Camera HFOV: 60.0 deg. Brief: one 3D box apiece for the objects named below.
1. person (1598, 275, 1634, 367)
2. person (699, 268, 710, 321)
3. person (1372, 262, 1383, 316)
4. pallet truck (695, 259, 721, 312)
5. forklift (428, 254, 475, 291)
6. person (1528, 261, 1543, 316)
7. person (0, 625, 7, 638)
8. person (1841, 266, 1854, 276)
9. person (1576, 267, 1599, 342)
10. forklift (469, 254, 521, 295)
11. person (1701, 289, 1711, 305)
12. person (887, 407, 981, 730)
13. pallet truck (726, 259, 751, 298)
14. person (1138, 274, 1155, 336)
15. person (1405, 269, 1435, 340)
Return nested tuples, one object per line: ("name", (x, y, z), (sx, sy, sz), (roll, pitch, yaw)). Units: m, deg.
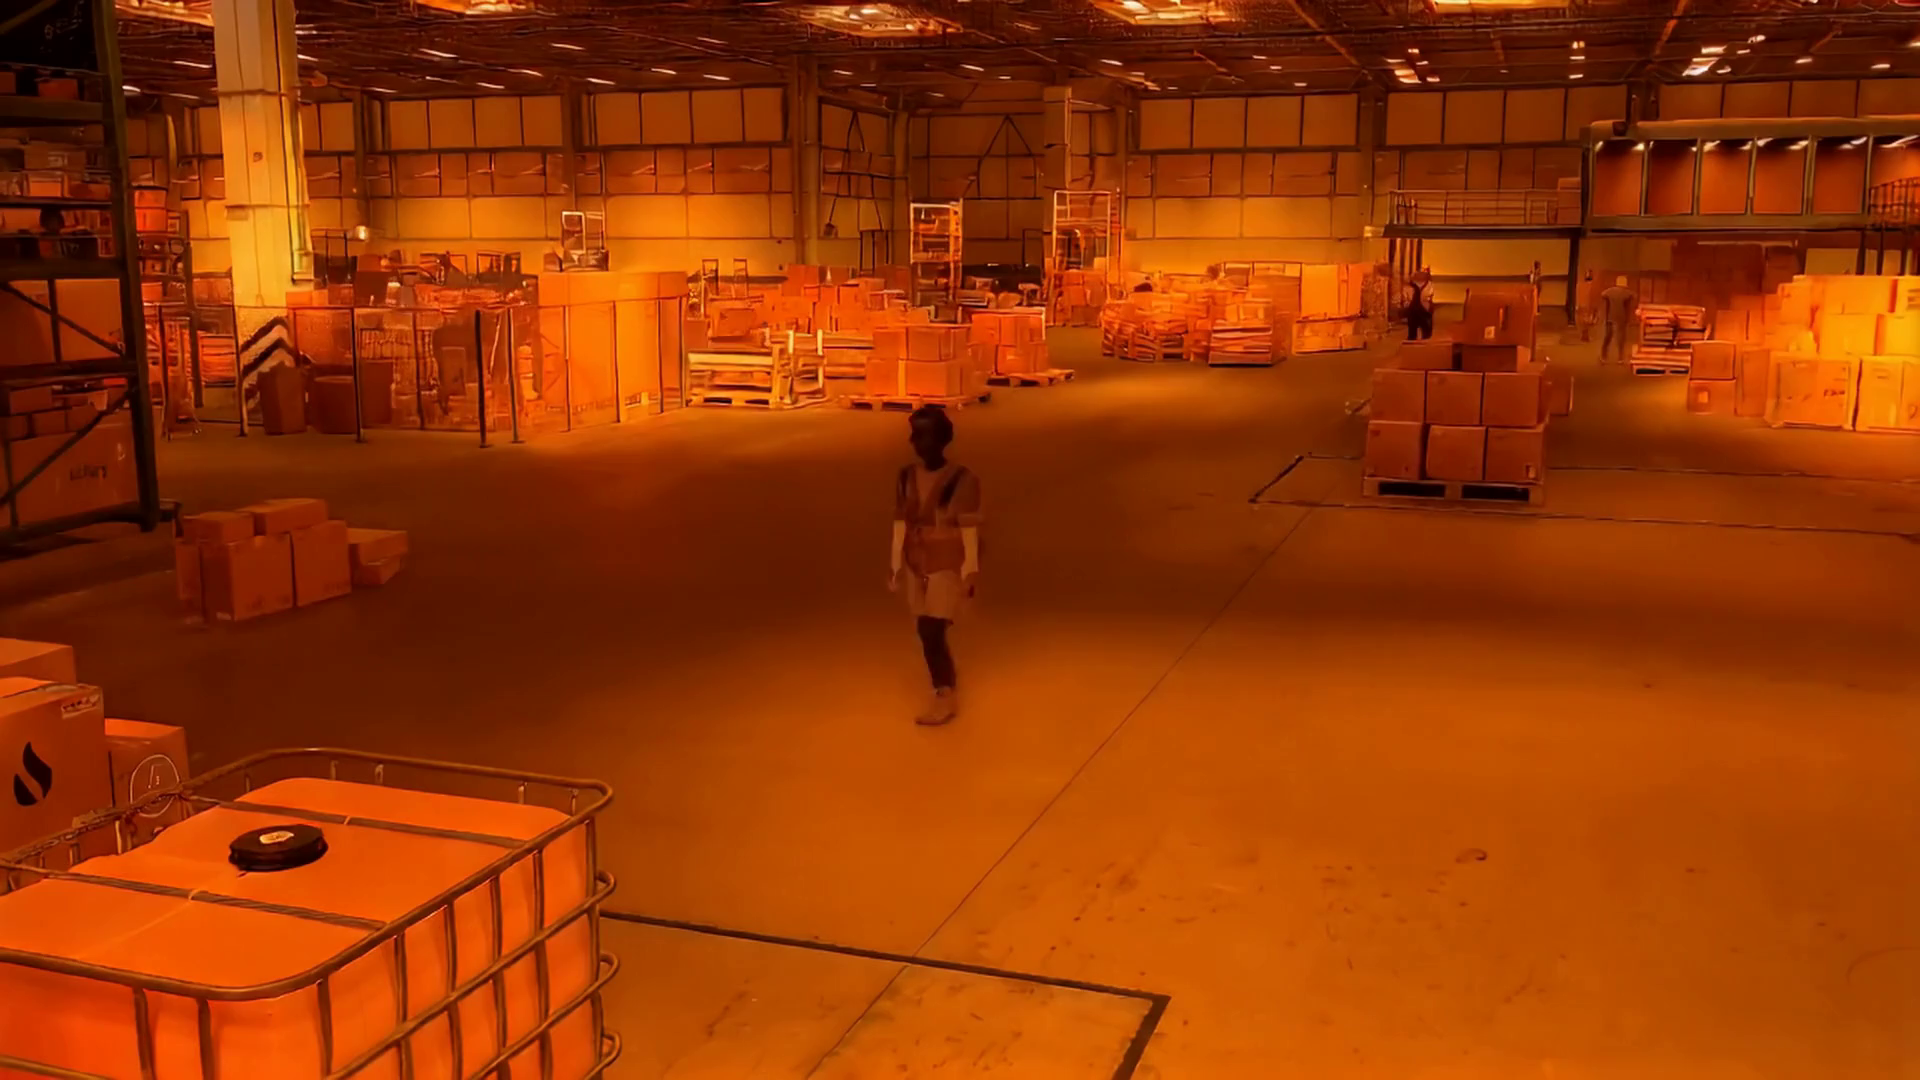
("person", (13.514, -4.505, 34.246), (0.637, 1.903, 0.937), (10, 14, 43))
("person", (-7.012, -6.547, 45.811), (0.334, 1.864, 0.517), (-1, 10, -7))
("person", (14.672, -8.788, 58.377), (0.361, 1.882, 0.575), (-3, 10, -14))
("pallet truck", (-9.165, -9.627, 62.776), (0.823, 1.965, 1.885), (4, 11, 23))
("forklift", (-20.133, -10.254, 65.465), (1.157, 1.987, 2.680), (3, 11, 19))
("person", (20.214, -8.810, 58.374), (0.593, 1.924, 0.381), (-4, 11, -22))
("person", (-6.461, -0.229, 10.193), (1.018, 1.891, 0.563), (-1, 10, -6))
("person", (19.677, -5.059, 36.975), (0.632, 2.036, 0.453), (2, 10, 13))
("person", (16.118, -6.031, 42.723), (0.577, 1.923, 0.400), (1, 10, 5))
("forklift", (-17.990, -10.121, 64.684), (1.157, 1.987, 2.680), (3, 11, 17))
("person", (25.429, -8.404, 56.403), (0.985, 1.809, 0.505), (1, 10, 3))
("person", (-0.157, 0.154, 8.580), (0.549, 1.678, 0.448), (9, 14, 42))
("pallet truck", (-7.986, -9.493, 62.019), (0.823, 1.965, 1.885), (3, 11, 17))
("person", (4.962, -6.209, 44.303), (0.535, 1.717, 0.903), (7, 12, 33))
("person", (9.891, -4.833, 35.655), (0.695, 2.000, 1.009), (8, 13, 39))
